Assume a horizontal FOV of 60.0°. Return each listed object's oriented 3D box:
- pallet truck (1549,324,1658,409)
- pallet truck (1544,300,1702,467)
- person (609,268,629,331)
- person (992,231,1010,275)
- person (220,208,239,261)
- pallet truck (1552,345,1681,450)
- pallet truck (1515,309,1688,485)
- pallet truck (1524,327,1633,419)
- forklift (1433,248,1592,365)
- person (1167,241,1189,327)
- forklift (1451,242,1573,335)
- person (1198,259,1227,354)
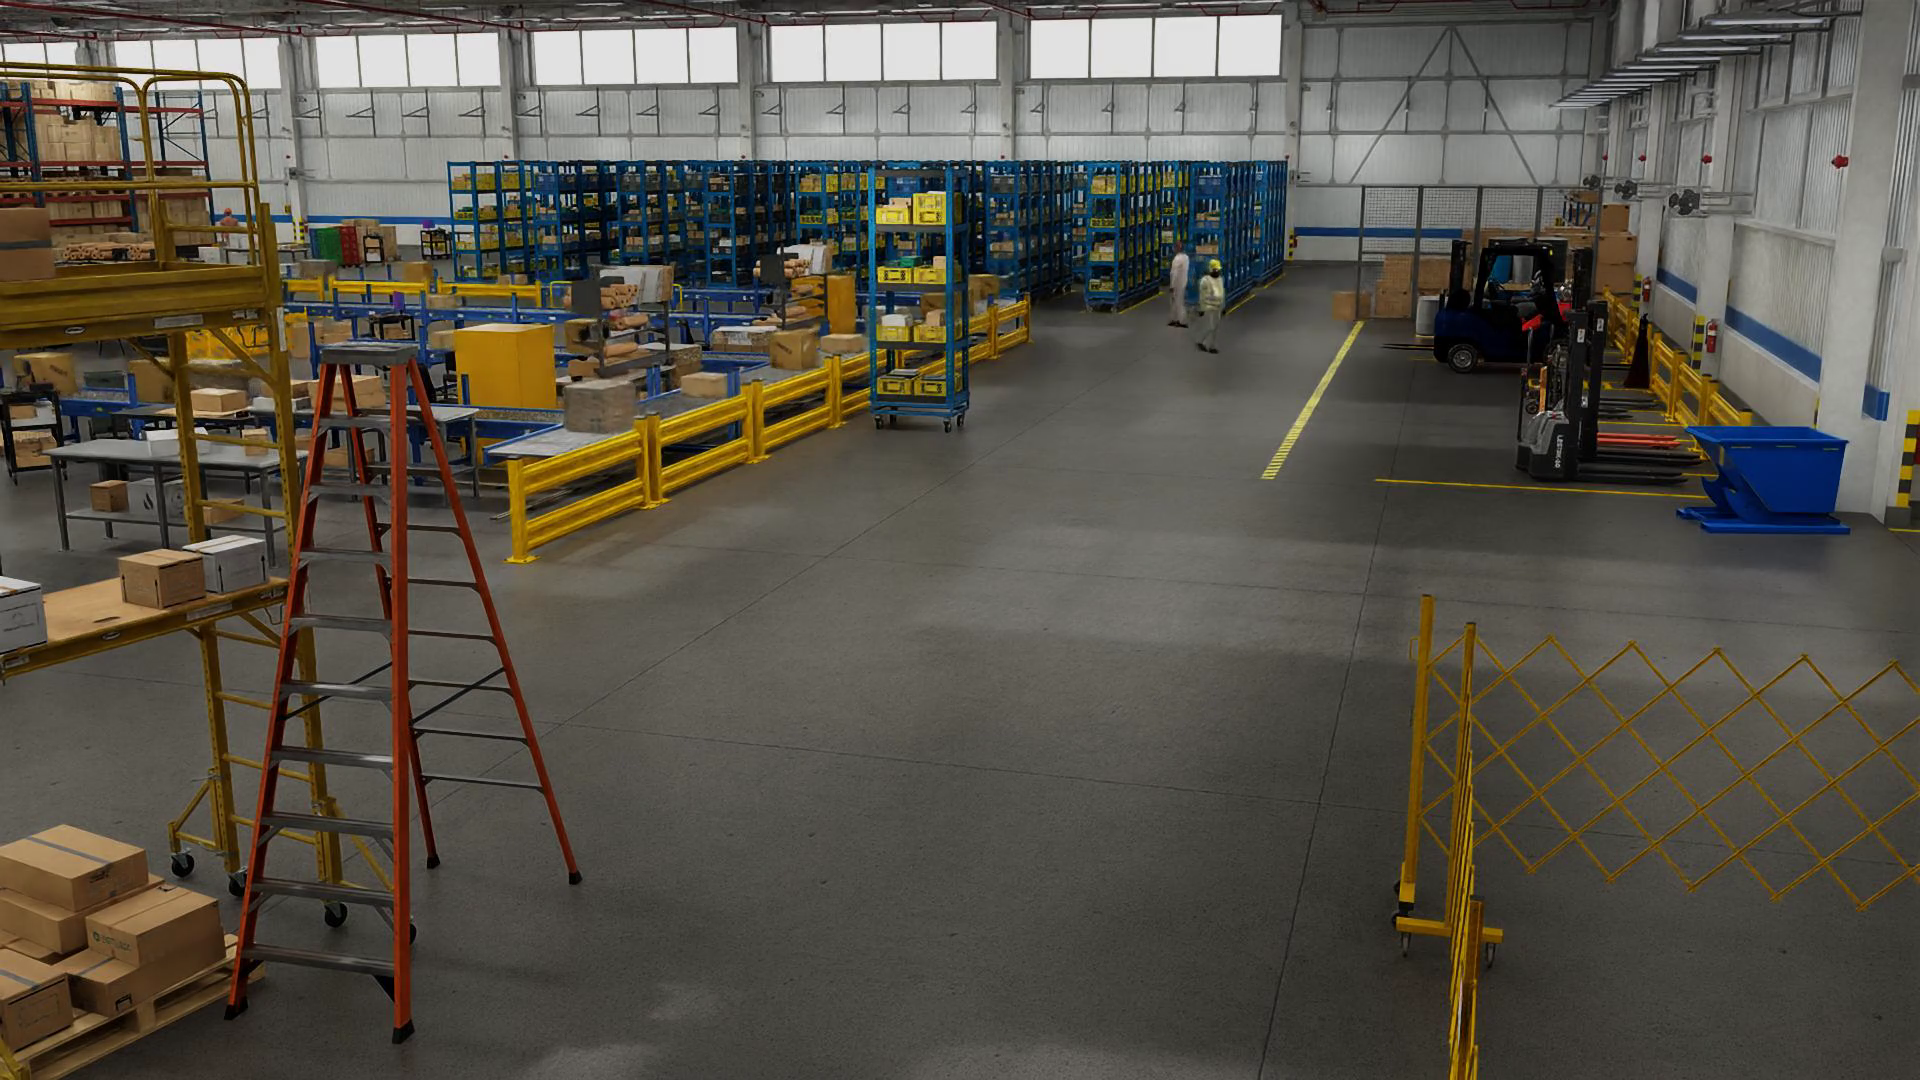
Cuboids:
[{"bbox_3d":[9.824,-2.669,25.407,1.601,1.201,0.680,4,14,16],"label":"pallet truck"},{"bbox_3d":[8.263,-1.952,20.631,1.885,1.965,0.823,5,14,20],"label":"pallet truck"},{"bbox_3d":[-6.210,-4.077,30.366,0.534,1.751,0.367,11,17,39],"label":"person"},{"bbox_3d":[1.249,-8.362,48.729,0.937,1.809,0.567,6,14,24],"label":"person"},{"bbox_3d":[-25.448,-10.600,58.052,0.618,1.964,0.871,-3,13,-11],"label":"person"},{"bbox_3d":[8.641,-1.896,21.908,1.630,1.274,0.653,4,14,16],"label":"pallet truck"},{"bbox_3d":[7.554,-1.677,19.446,1.885,1.965,0.823,3,13,14],"label":"pallet truck"},{"bbox_3d":[9.065,-2.460,24.370,1.522,1.261,0.704,3,13,14],"label":"pallet truck"},{"bbox_3d":[9.780,-4.111,29.280,2.680,1.987,1.157,3,13,14],"label":"forklift"},{"bbox_3d":[4.794,-5.675,36.946,0.678,1.883,0.670,6,15,26],"label":"person"},{"bbox_3d":[10.464,-4.597,31.405,2.680,1.987,1.157,4,14,16],"label":"forklift"},{"bbox_3d":[4.861,-4.469,31.908,0.599,1.818,0.417,-11,17,-39],"label":"person"}]
